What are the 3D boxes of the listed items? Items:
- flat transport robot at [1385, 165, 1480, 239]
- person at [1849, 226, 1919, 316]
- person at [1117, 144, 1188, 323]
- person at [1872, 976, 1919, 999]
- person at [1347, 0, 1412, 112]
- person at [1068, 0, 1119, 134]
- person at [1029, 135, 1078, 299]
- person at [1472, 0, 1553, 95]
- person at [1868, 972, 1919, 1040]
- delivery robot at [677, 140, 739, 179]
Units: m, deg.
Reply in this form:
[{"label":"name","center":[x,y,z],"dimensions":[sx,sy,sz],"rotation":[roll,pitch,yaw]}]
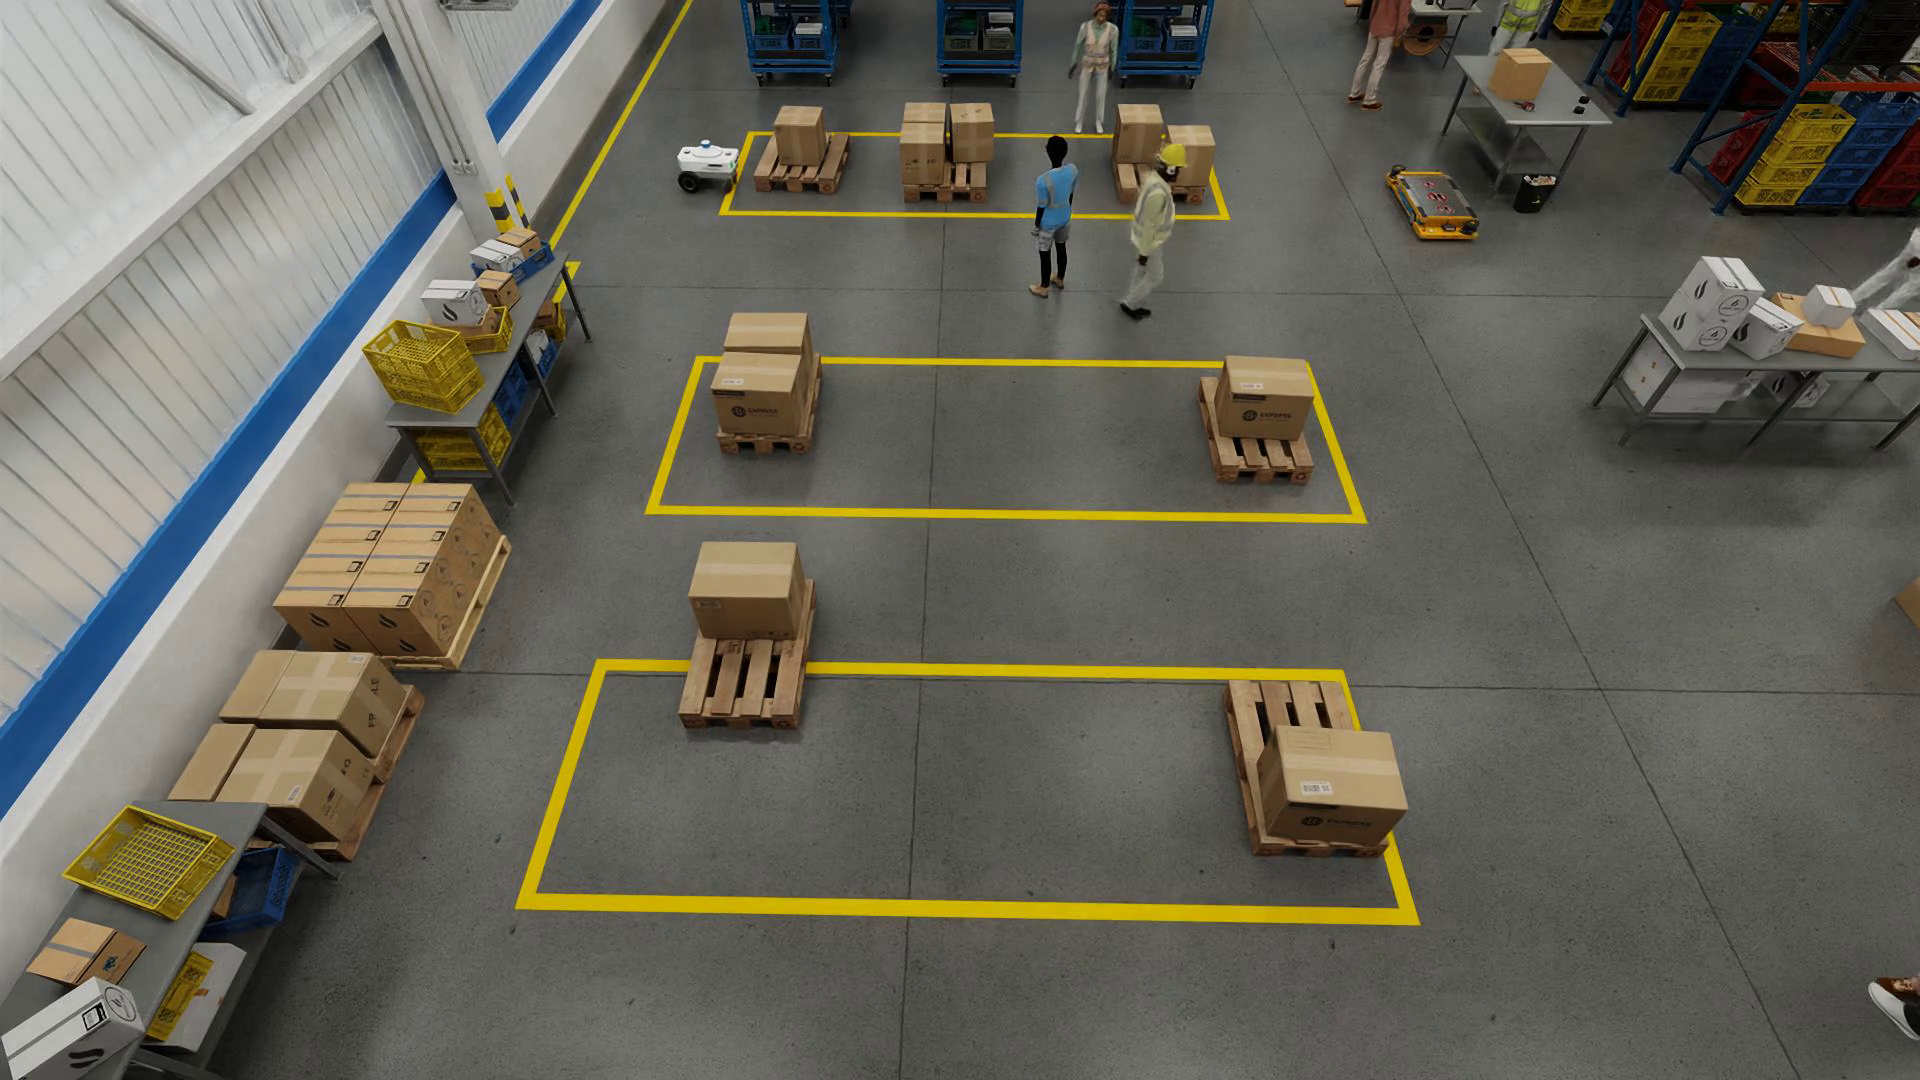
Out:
[{"label":"flat transport robot","center":[5.692,-4.094,11.059],"dimensions":[0.652,0.197,1.431],"rotation":[1,49,1]},{"label":"person","center":[9.536,-2.889,8.975],"dimensions":[0.672,1.850,0.589],"rotation":[32,56,25]},{"label":"person","center":[1.918,-3.022,9.128],"dimensions":[0.445,1.796,0.637],"rotation":[5,49,4]},{"label":"person","center":[5.754,2.113,4.649],"dimensions":[0.702,1.866,0.662],"rotation":[-5,49,-4]},{"label":"person","center":[5.720,-6.839,12.309],"dimensions":[0.389,1.986,0.608],"rotation":[-18,52,-15]},{"label":"person","center":[1.725,-6.133,11.929],"dimensions":[0.591,1.633,0.315],"rotation":[8,50,7]},{"label":"person","center":[0.953,-3.307,9.437],"dimensions":[0.540,1.699,0.317],"rotation":[-33,57,-25]},{"label":"person","center":[7.677,-7.086,12.626],"dimensions":[0.632,1.836,0.429],"rotation":[17,51,14]},{"label":"person","center":[5.531,2.126,4.596],"dimensions":[0.587,1.915,0.393],"rotation":[-5,49,-5]},{"label":"delivery robot","center":[-3.093,-4.682,11.321],"dimensions":[0.707,0.478,0.477],"rotation":[4,49,3]}]
